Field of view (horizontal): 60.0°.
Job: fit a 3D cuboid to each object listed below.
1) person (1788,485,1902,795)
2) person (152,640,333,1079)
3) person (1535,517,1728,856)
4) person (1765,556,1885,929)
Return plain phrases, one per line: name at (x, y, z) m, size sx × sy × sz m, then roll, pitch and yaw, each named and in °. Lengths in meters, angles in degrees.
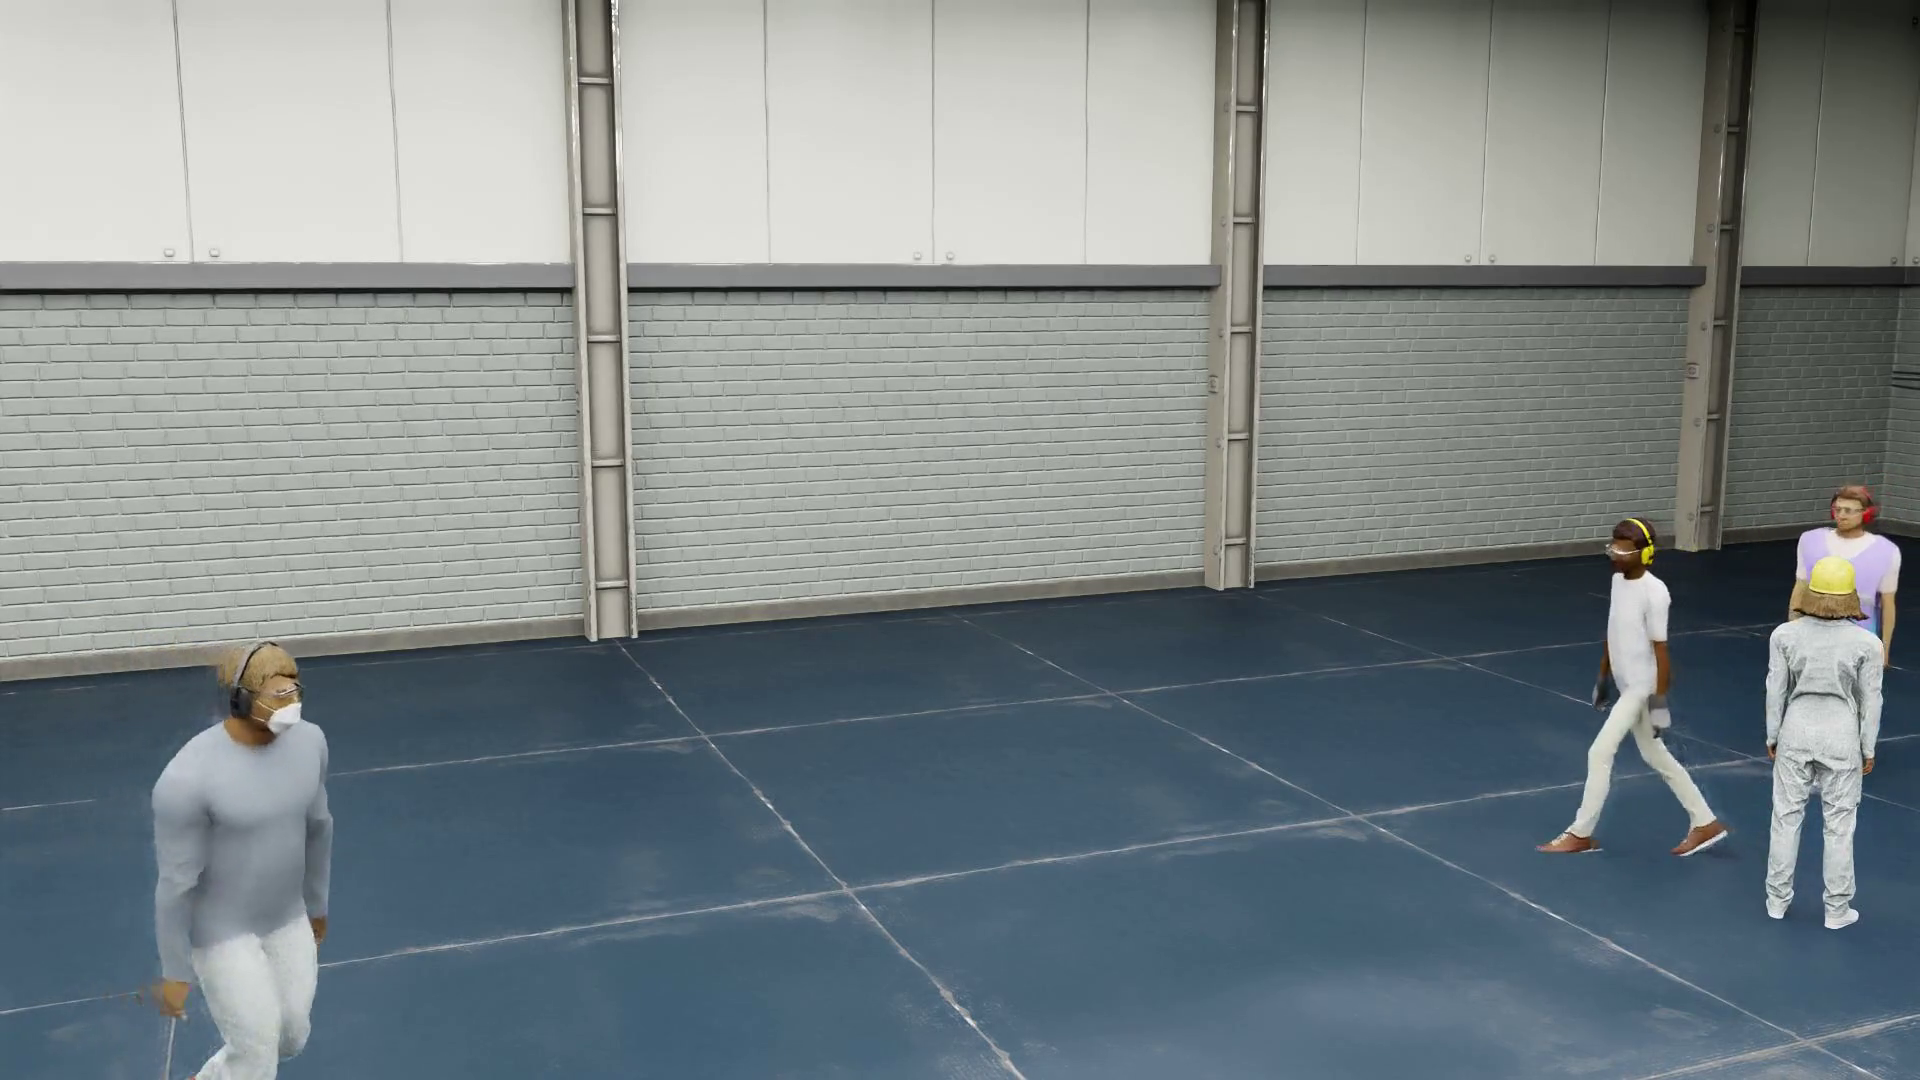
person at (5.247, 0.560, 9.881) m, size 0.775 × 1.827 × 0.576 m, roll -7°, pitch 12°, yaw -38°
person at (-2.347, 1.237, 5.366) m, size 0.669 × 1.911 × 0.672 m, roll 4°, pitch 10°, yaw 23°
person at (3.552, 0.770, 8.619) m, size 0.955 × 1.825 × 0.540 m, roll 1°, pitch 9°, yaw 4°
person at (4.019, 0.936, 7.765) m, size 0.487 × 1.746 × 0.289 m, roll 7°, pitch 11°, yaw 35°
